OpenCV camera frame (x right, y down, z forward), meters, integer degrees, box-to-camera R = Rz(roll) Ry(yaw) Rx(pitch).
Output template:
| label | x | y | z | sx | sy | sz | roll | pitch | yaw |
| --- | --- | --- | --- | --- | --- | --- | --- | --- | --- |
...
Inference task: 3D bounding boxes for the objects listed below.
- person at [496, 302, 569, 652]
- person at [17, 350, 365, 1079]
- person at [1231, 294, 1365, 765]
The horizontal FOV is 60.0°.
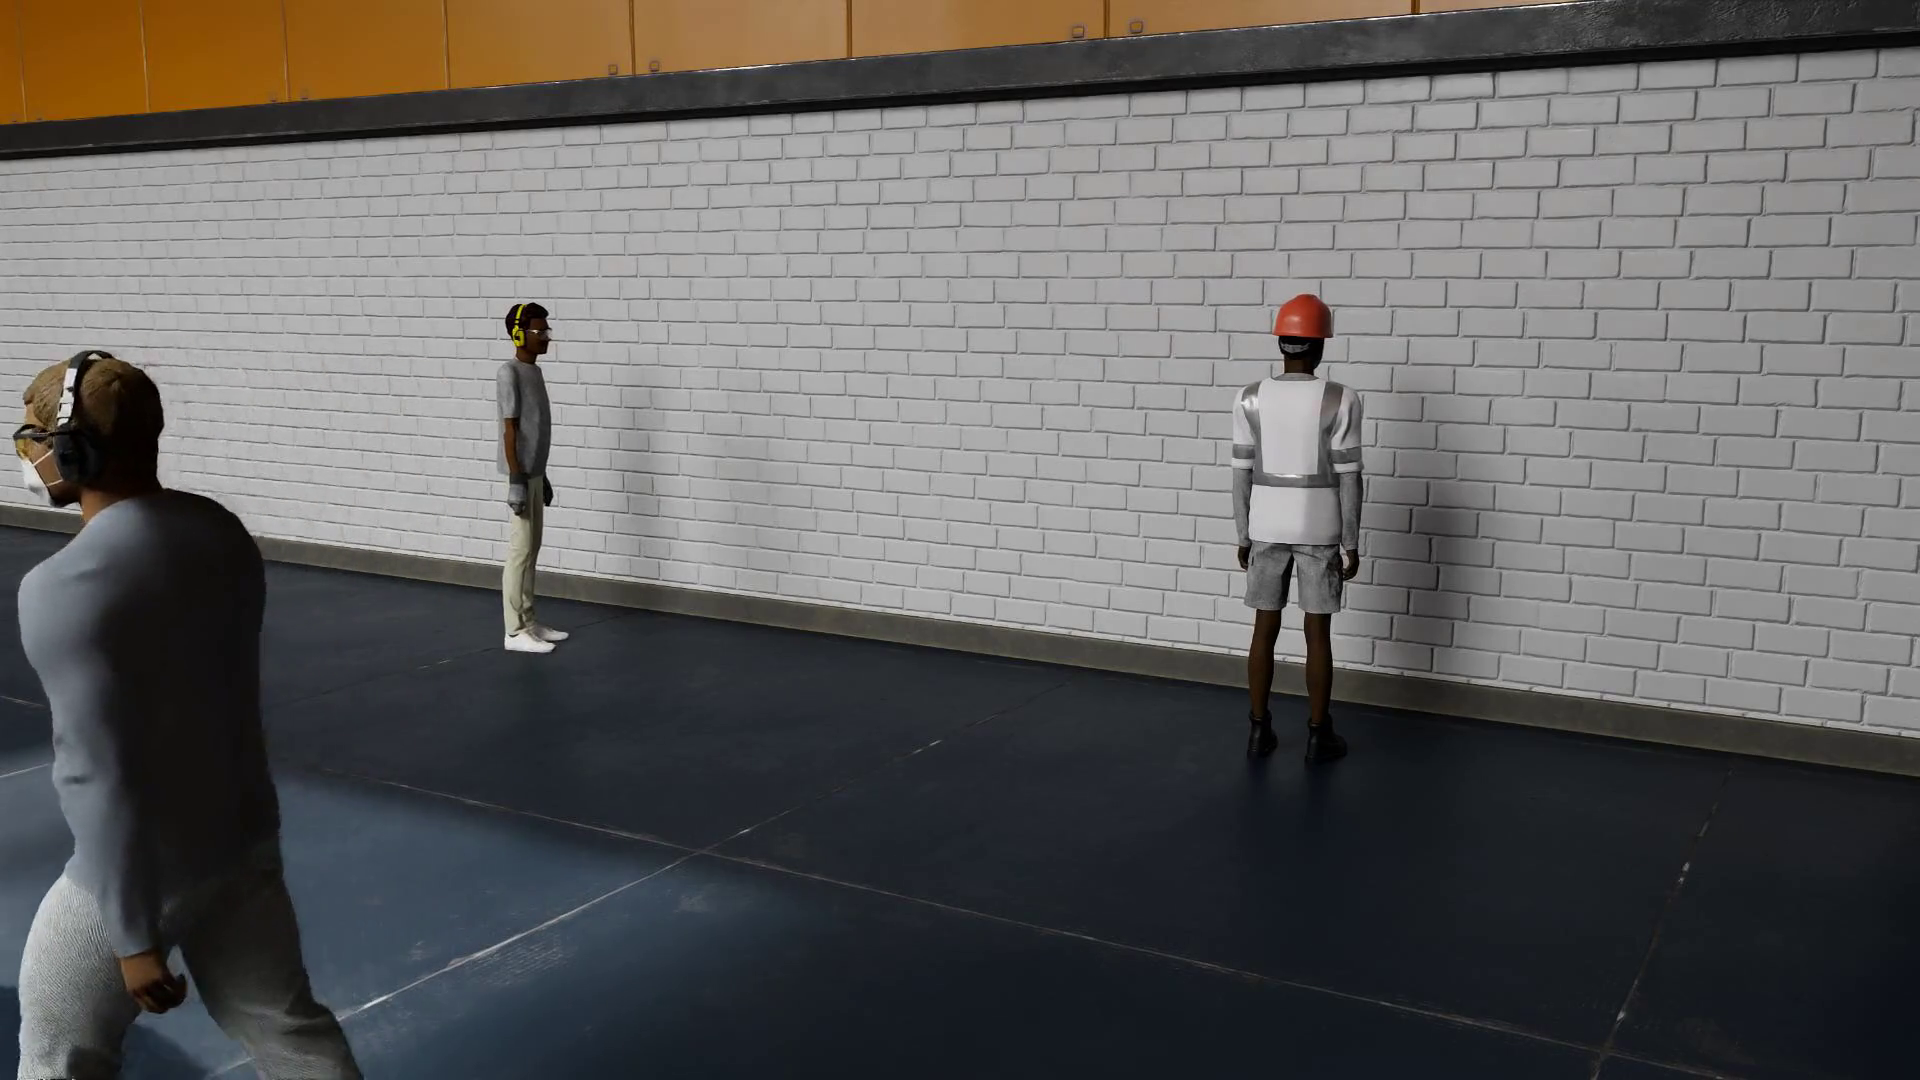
| label | x | y | z | sx | sy | sz | roll | pitch | yaw |
| --- | --- | --- | --- | --- | --- | --- | --- | --- | --- |
| person | -2.317 | -0.339 | 8.969 | 0.325 | 1.871 | 0.516 | 0 | 9 | 3 |
| person | -1.546 | 0.593 | 3.109 | 1.043 | 1.880 | 0.640 | 1 | 9 | 9 |
| person | 1.394 | -0.039 | 6.883 | 0.545 | 1.939 | 0.354 | 4 | 10 | 25 |
